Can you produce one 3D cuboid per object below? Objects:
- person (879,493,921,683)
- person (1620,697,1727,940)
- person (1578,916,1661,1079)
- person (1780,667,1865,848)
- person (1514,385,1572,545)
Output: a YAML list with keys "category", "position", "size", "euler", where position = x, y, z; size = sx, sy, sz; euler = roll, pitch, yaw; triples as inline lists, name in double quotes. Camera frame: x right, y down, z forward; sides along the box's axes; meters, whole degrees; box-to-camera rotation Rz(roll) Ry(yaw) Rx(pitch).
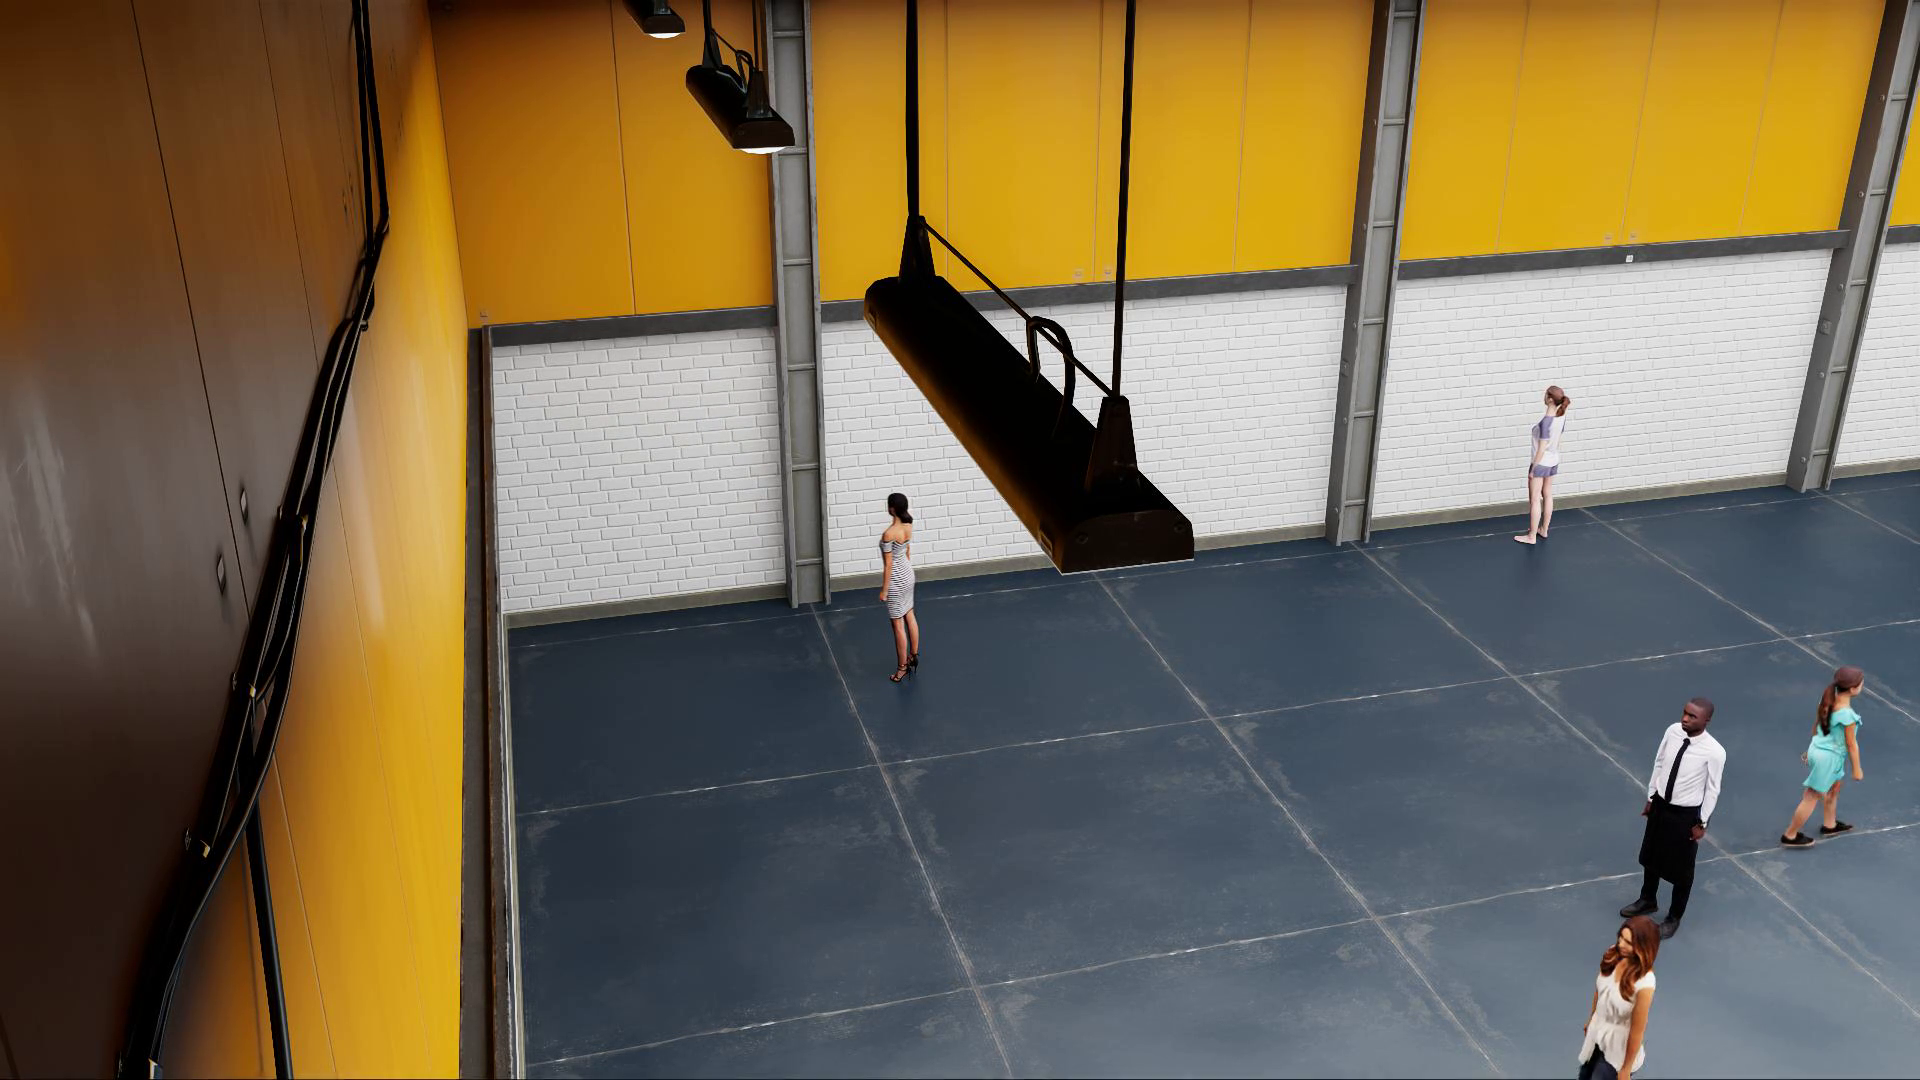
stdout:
- category: "person"
  position: [-0.542, 0.417, 15.054]
  size: [0.730, 1.822, 0.676]
  euler: [12, 26, 26]
- category: "person"
  position: [5.031, 1.903, 11.635]
  size: [0.637, 1.837, 0.695]
  euler: [-14, 27, -29]
- category: "person"
  position: [3.789, 2.880, 9.484]
  size: [0.939, 1.770, 0.688]
  euler: [-3, 24, -6]
- category: "person"
  position: [6.475, 1.664, 12.554]
  size: [0.893, 1.540, 0.672]
  euler: [0, 24, 0]
- category: "person"
  position: [6.310, -0.822, 17.956]
  size: [0.629, 1.767, 0.722]
  euler: [-19, 30, -37]
